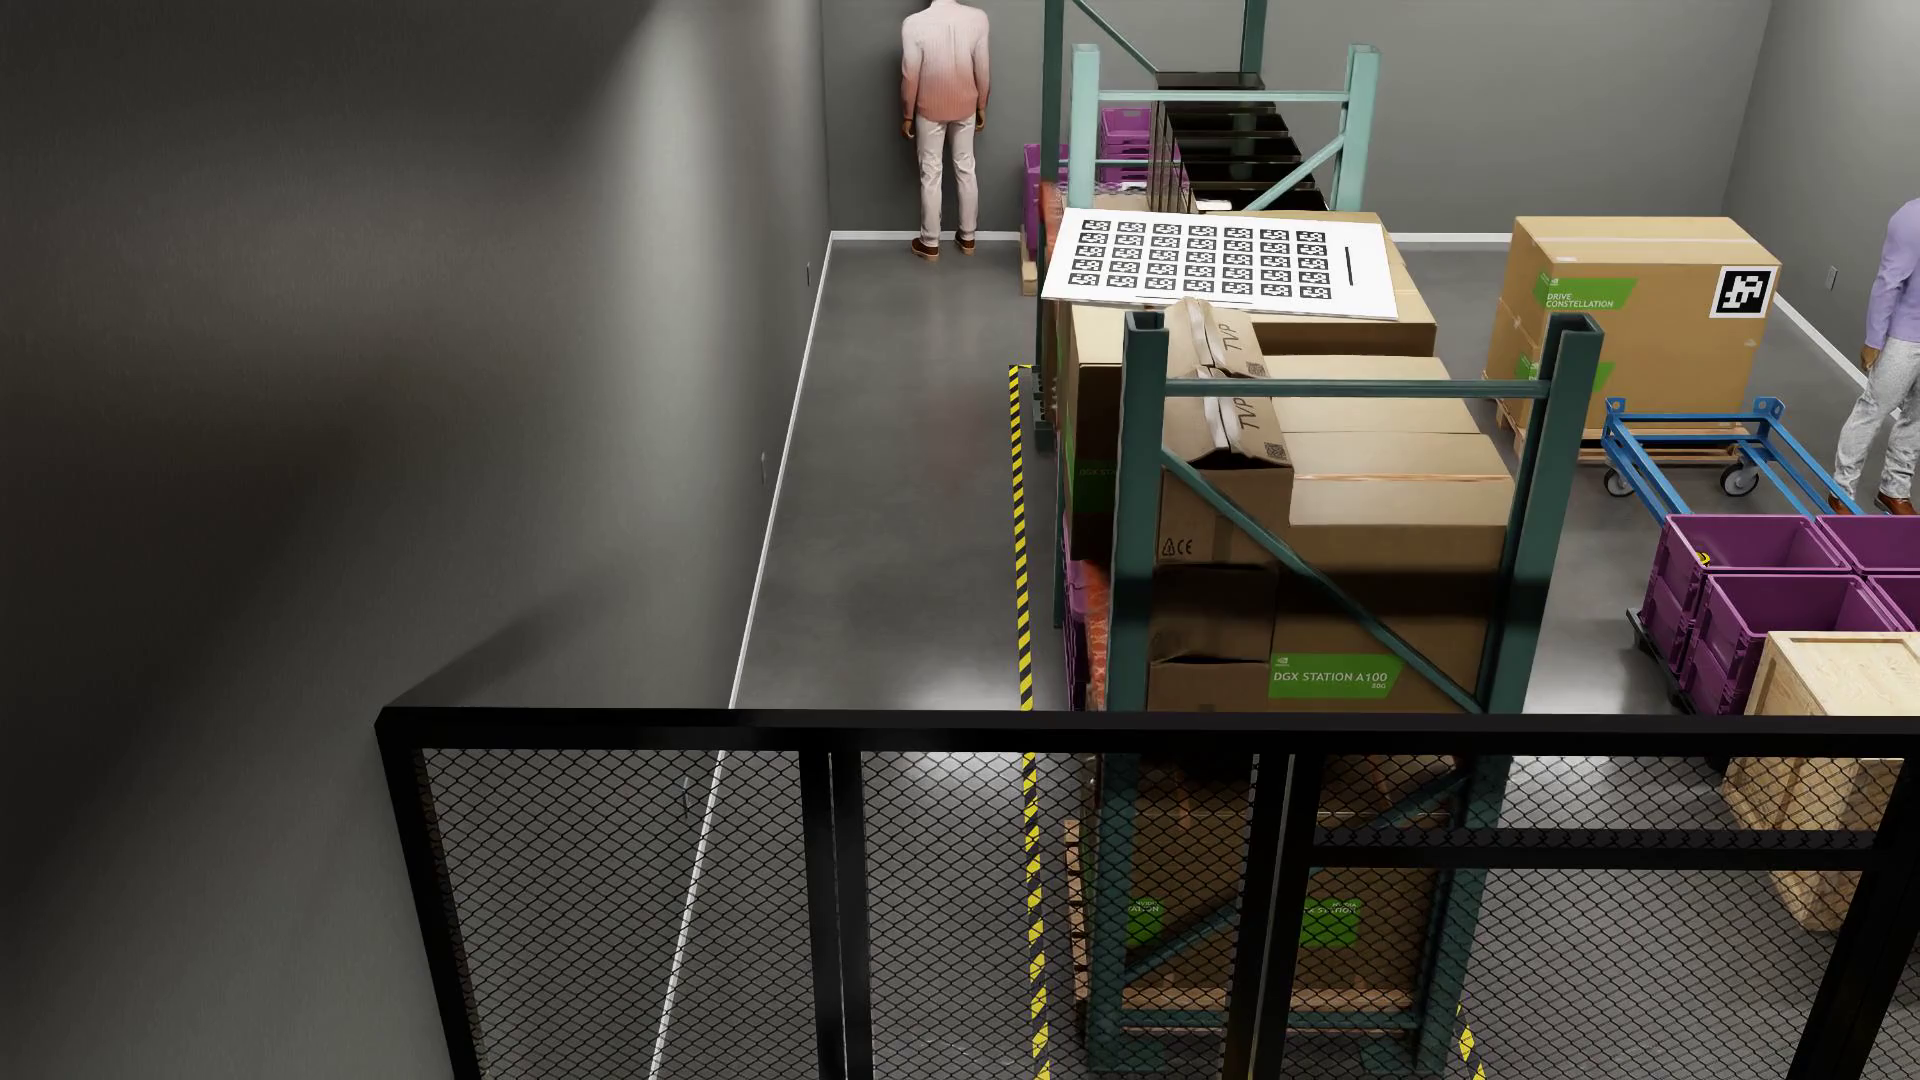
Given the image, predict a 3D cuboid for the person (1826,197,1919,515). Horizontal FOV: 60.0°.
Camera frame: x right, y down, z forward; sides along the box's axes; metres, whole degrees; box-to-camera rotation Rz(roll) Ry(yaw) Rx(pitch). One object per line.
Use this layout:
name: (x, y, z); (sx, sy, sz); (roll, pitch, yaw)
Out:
person: (4.532, -0.945, 7.784); (0.630, 1.940, 0.372); (-1, 31, -2)

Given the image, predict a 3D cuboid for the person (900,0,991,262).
person: (-0.102, -2.815, 10.836); (0.621, 1.994, 0.381); (-13, 33, -20)
